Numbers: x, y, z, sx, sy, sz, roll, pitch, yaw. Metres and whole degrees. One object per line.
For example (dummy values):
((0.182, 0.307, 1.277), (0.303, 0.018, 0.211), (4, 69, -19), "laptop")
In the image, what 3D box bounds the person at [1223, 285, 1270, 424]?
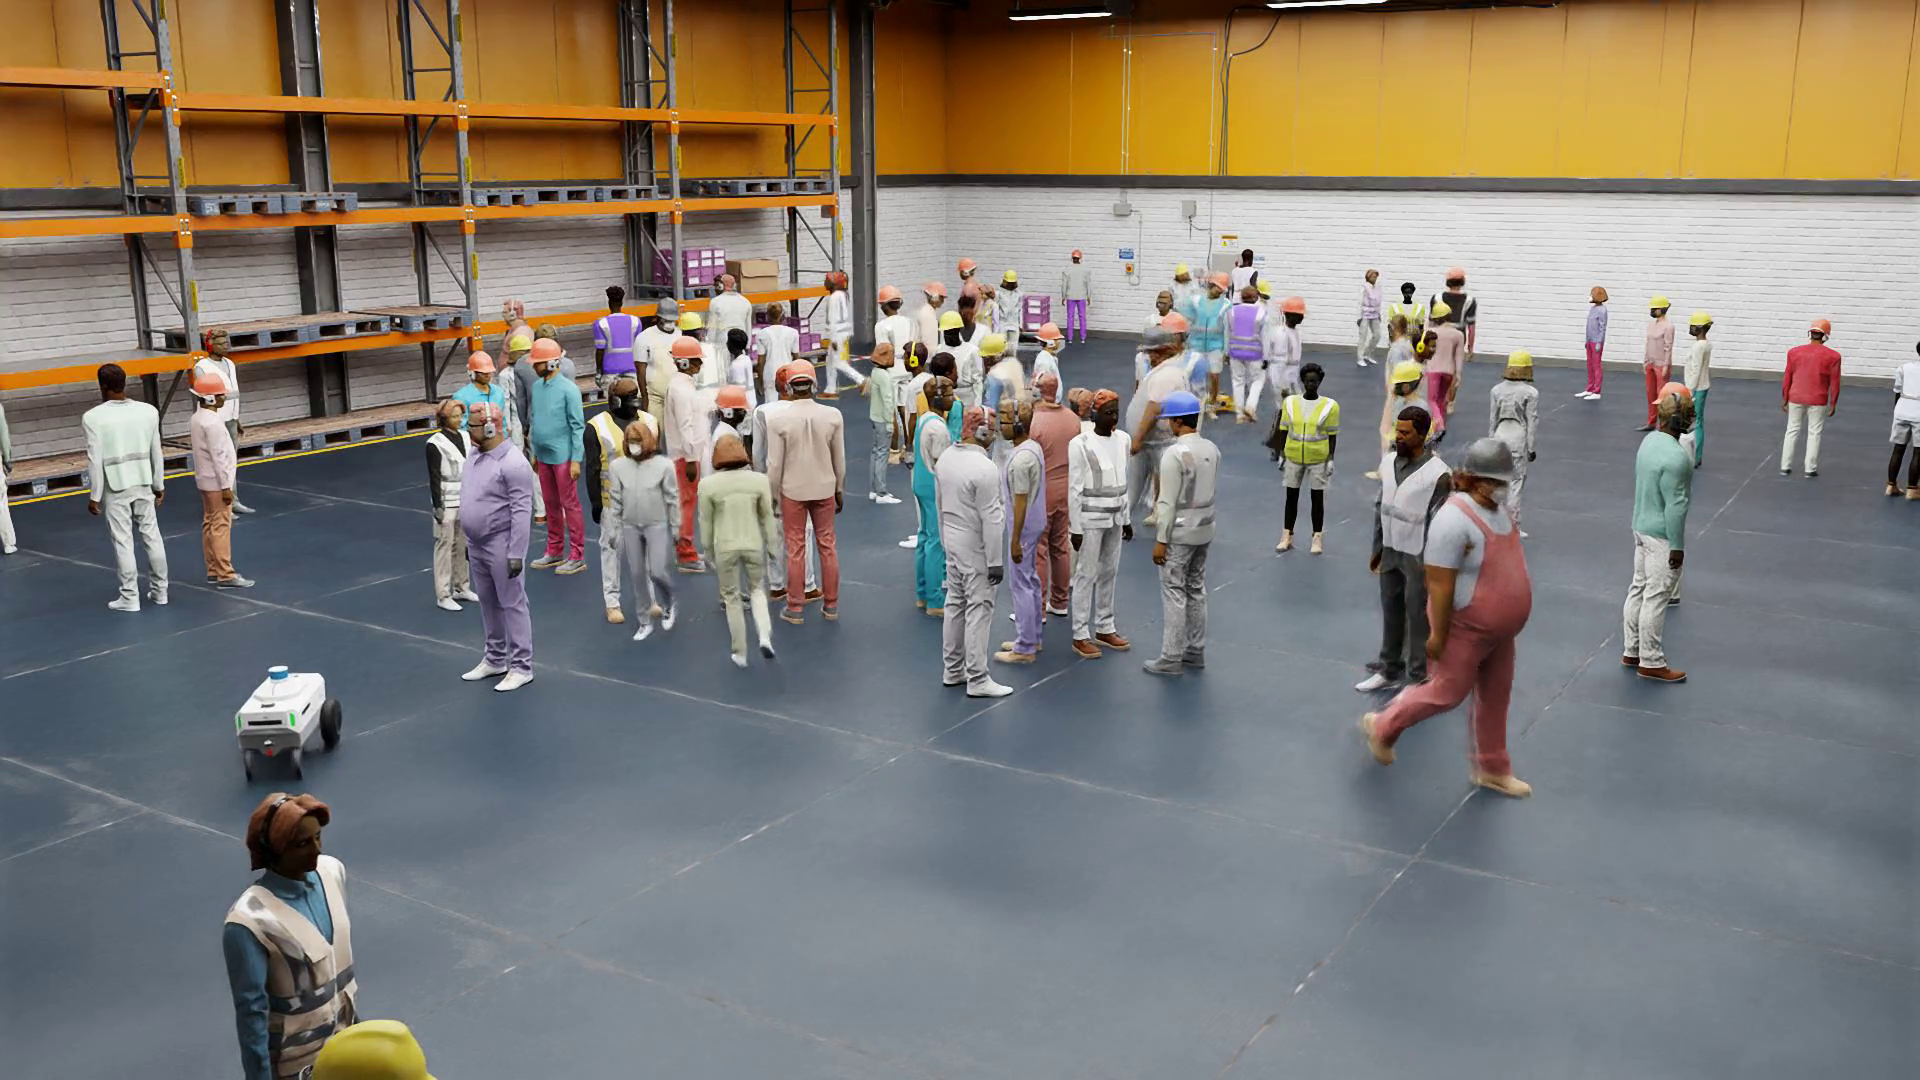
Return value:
((3.737, -2.412, 21.728), (0.637, 1.828, 0.441), (5, 14, 22), "person")

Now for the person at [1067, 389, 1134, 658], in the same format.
((0.993, -0.122, 11.679), (0.585, 1.882, 0.343), (-11, 17, -40), "person")

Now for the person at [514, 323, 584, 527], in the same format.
((-3.878, -1.083, 15.732), (0.637, 1.934, 0.357), (4, 13, 15), "person")

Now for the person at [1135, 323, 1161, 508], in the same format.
((1.955, -1.241, 16.609), (0.520, 1.856, 0.351), (12, 18, 43), "person")

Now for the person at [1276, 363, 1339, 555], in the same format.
((3.057, -0.717, 14.661), (0.529, 1.699, 0.321), (6, 14, 24), "person")

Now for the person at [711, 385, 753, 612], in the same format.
((-1.746, -0.327, 12.851), (0.330, 1.750, 0.572), (-2, 13, -7), "person")

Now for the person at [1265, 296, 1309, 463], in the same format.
((3.757, -1.822, 18.978), (0.402, 1.922, 0.548), (8, 15, 31), "person")

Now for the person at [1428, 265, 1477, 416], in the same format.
((6.605, -2.665, 22.388), (0.632, 2.030, 0.481), (4, 14, 17), "person")

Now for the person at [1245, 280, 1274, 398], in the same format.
((4.335, -2.915, 24.134), (0.568, 1.721, 0.562), (12, 17, 41), "person")

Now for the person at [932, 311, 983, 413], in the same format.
((-0.039, -1.409, 17.207), (0.590, 1.917, 0.426), (8, 15, 30), "person")

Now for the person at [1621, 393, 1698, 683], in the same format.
((4.695, -0.023, 11.132), (0.372, 1.940, 0.629), (0, 13, 2), "person")

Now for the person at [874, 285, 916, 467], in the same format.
((-0.773, -1.855, 18.853), (0.392, 2.039, 0.612), (10, 16, 37), "person")

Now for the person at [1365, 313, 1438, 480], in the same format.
((4.827, -1.538, 17.998), (0.635, 1.814, 0.555), (7, 15, 29), "person")

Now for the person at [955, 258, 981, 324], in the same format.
((0.116, -3.215, 24.887), (0.403, 1.986, 0.621), (2, 13, 9), "person")

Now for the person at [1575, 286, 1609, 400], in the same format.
((9.176, -2.851, 24.065), (0.285, 1.633, 0.497), (0, 13, -2), "person")

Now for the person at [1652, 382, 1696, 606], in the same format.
((5.521, -0.359, 12.992), (0.340, 1.749, 0.572), (3, 13, 12), "person")

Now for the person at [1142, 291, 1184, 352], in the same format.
((2.520, -2.171, 20.652), (0.518, 1.842, 0.332), (2, 13, 7), "person")

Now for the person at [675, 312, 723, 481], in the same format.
((-2.725, -1.379, 17.089), (0.529, 1.905, 0.607), (6, 14, 23), "person")

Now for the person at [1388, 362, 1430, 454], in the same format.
((3.812, -0.646, 14.237), (0.342, 1.756, 0.534), (-3, 13, -14), "person")

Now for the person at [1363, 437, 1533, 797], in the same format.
((2.735, 0.380, 9.158), (0.851, 2.000, 0.685), (12, 18, 42), "person")

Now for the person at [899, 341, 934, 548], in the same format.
((-0.364, -0.852, 14.911), (0.328, 1.861, 0.502), (5, 14, 23), "person")

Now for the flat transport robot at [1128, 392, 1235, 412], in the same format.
((3.094, -1.876, 22.821), (1.431, 0.197, 0.652), (-5, 14, -21), "flat transport robot")

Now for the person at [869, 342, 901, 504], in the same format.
((-0.774, -1.190, 16.858), (0.266, 1.631, 0.507), (-4, 14, -17), "person")

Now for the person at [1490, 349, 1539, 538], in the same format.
((5.086, -0.880, 15.295), (0.346, 1.737, 0.486), (-10, 16, -38), "person")

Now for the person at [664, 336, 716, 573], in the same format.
((-2.291, -0.724, 14.049), (0.381, 1.994, 0.614), (-3, 13, -13), "person")

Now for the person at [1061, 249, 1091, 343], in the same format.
((2.192, -4.600, 31.391), (0.573, 1.747, 0.338), (0, 13, -2), "person")

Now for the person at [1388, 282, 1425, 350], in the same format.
((6.471, -2.901, 24.168), (0.530, 1.686, 0.322), (2, 13, 7), "person")

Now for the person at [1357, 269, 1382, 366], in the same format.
((6.847, -3.721, 27.854), (0.534, 1.626, 0.339), (-8, 15, -31), "person")

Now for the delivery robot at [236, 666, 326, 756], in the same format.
((-3.926, 0.974, 9.632), (0.477, 0.478, 0.707), (-2, 13, -7), "delivery robot")

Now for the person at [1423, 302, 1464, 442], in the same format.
((5.957, -2.085, 20.590), (0.507, 1.708, 0.840), (-2, 13, -9), "person")

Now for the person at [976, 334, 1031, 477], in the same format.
((0.393, -1.172, 16.480), (0.800, 1.770, 0.660), (6, 14, 23), "person")

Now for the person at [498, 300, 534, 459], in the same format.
((-4.950, -1.732, 18.613), (0.408, 1.906, 0.654), (-2, 13, -10), "person")

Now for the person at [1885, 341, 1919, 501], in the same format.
((9.753, -1.239, 16.954), (0.321, 1.685, 0.542), (-6, 14, -26), "person")

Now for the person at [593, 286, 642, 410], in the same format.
((-4.058, -2.040, 19.816), (0.601, 1.967, 0.369), (-7, 15, -29), "person")

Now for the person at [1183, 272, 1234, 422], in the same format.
((3.193, -2.547, 21.985), (0.829, 1.984, 0.389), (5, 14, 21), "person")

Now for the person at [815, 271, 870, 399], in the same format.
((-1.702, -2.929, 23.909), (0.741, 1.861, 0.582), (1, 13, 6), "person")

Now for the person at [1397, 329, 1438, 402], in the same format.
((4.368, -1.098, 15.990), (0.427, 1.846, 0.543), (8, 15, 30), "person")

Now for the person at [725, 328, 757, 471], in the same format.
((-2.313, -1.390, 17.590), (0.321, 1.694, 0.537), (1, 13, 3), "person")
